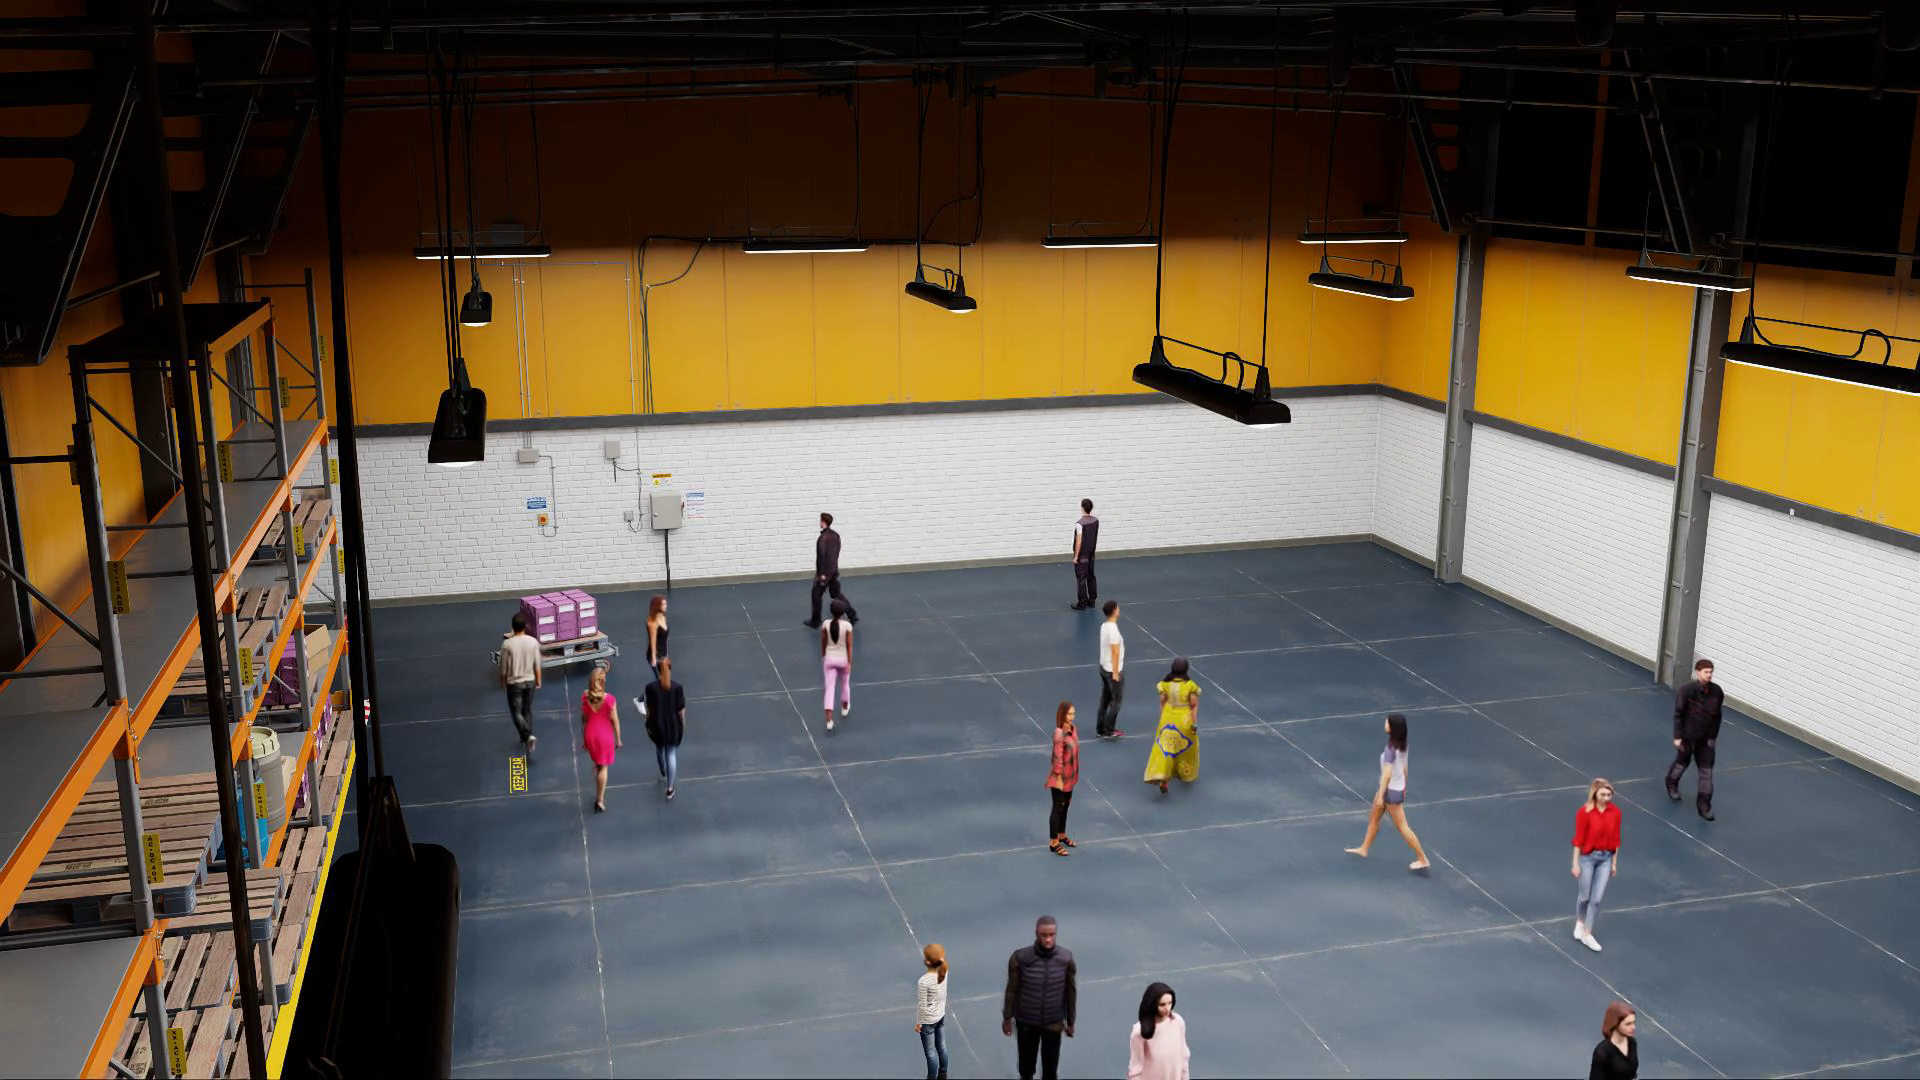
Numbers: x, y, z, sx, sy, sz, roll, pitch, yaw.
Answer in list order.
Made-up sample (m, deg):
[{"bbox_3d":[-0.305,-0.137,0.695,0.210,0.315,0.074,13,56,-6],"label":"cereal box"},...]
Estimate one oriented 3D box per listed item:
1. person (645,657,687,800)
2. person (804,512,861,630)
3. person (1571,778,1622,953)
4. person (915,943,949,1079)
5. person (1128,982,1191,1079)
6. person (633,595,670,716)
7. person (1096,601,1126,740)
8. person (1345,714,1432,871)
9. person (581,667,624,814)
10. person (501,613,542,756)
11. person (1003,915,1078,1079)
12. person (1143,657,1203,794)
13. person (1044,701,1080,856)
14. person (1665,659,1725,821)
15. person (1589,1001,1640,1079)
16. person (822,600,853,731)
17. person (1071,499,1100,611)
[{"bbox_3d":[-3.459,2.236,19.562,0.726,1.641,1.087,-2,14,-8],"label":"person"},{"bbox_3d":[-2.002,0.525,26.118,1.264,1.881,1.172,9,16,33],"label":"person"},{"bbox_3d":[6.081,3.076,15.969,0.691,1.699,0.745,-1,14,-2],"label":"person"},{"bbox_3d":[-0.216,3.878,13.470,0.621,1.315,0.568,12,18,41],"label":"person"},{"bbox_3d":[1.394,3.985,12.100,0.698,1.753,0.940,-5,14,-20],"label":"person"},{"bbox_3d":[-4.102,1.554,22.234,0.824,1.709,0.831,2,14,10],"label":"person"},{"bbox_3d":[1.922,1.692,21.518,0.760,1.778,0.500,0,14,0],"label":"person"},{"bbox_3d":[4.645,2.695,17.565,1.183,1.688,1.106,8,16,31],"label":"person"},{"bbox_3d":[-4.168,2.319,19.061,0.710,1.716,0.750,3,14,13],"label":"person"},{"bbox_3d":[-5.502,1.831,20.913,0.836,1.792,1.091,-8,16,-30],"label":"person"},{"bbox_3d":[0.616,3.730,13.007,0.818,1.822,0.888,-2,14,-6],"label":"person"},{"bbox_3d":[2.547,2.215,19.678,1.239,1.626,1.396,5,15,21],"label":"person"},{"bbox_3d":[1.129,2.565,18.080,0.758,1.699,0.693,7,15,27],"label":"person"},{"bbox_3d":[8.446,2.247,19.181,0.938,1.797,1.239,0,14,0],"label":"person"},{"bbox_3d":[4.573,4.057,11.928,0.697,1.694,0.730,-10,17,-37],"label":"person"},{"bbox_3d":[-1.641,1.665,21.810,0.875,1.693,1.252,1,14,5],"label":"person"},{"bbox_3d":[2.079,0.225,27.423,0.736,1.849,0.735,-13,18,-42],"label":"person"}]
